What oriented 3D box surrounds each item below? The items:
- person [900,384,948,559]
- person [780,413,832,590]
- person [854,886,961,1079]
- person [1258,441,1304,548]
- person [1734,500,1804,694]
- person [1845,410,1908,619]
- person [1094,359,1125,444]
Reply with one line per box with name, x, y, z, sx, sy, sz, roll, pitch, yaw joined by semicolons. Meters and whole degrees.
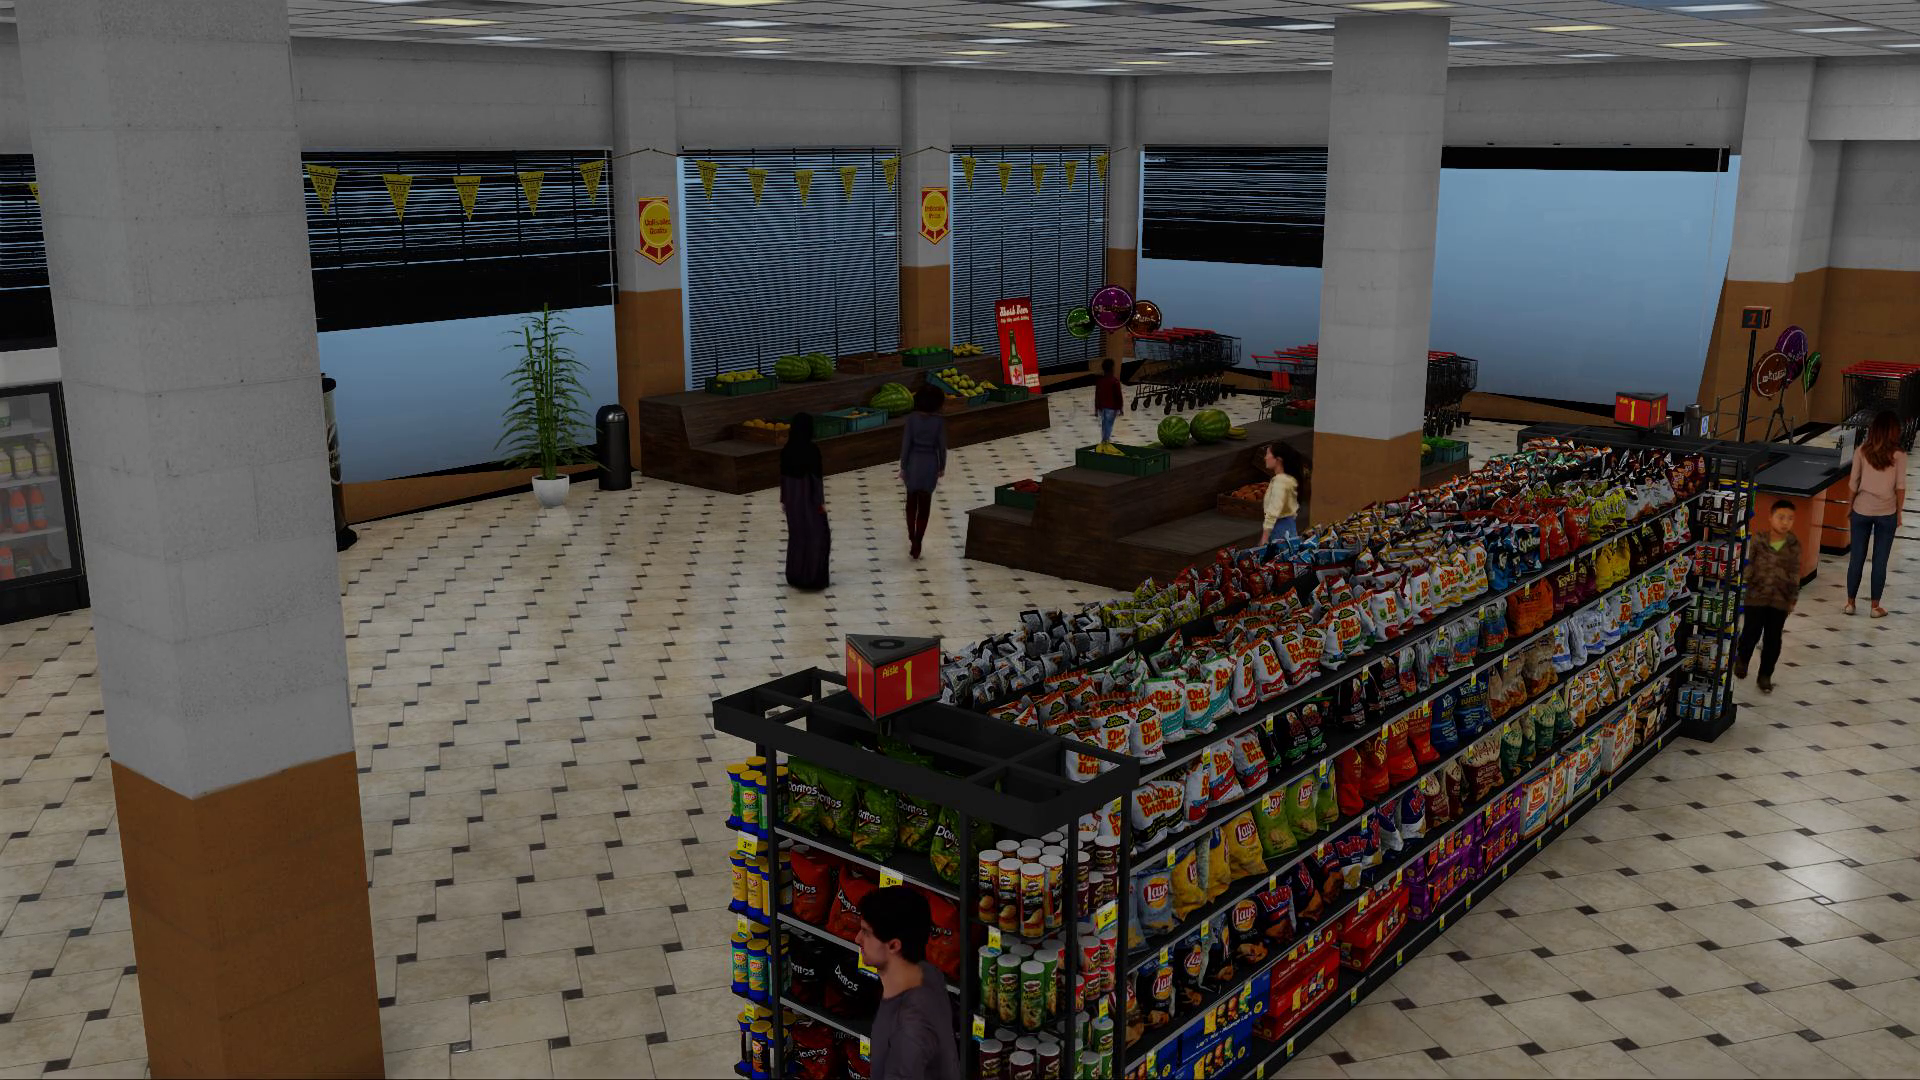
person;-0.367;-0.645;16.211;0.926;1.684;1.031;0;14;0
person;-1.440;-0.360;15.193;0.763;1.609;0.757;10;17;35
person;-0.031;1.959;5.179;1.100;1.822;1.040;-2;14;-7
person;2.722;0.001;13.686;0.797;1.618;0.678;4;14;17
person;6.010;0.399;12.407;0.715;1.447;0.778;3;14;13
person;7.845;-0.230;14.269;0.582;1.792;0.508;11;17;38
person;1.883;-1.702;21.512;0.529;1.238;0.785;10;17;36
